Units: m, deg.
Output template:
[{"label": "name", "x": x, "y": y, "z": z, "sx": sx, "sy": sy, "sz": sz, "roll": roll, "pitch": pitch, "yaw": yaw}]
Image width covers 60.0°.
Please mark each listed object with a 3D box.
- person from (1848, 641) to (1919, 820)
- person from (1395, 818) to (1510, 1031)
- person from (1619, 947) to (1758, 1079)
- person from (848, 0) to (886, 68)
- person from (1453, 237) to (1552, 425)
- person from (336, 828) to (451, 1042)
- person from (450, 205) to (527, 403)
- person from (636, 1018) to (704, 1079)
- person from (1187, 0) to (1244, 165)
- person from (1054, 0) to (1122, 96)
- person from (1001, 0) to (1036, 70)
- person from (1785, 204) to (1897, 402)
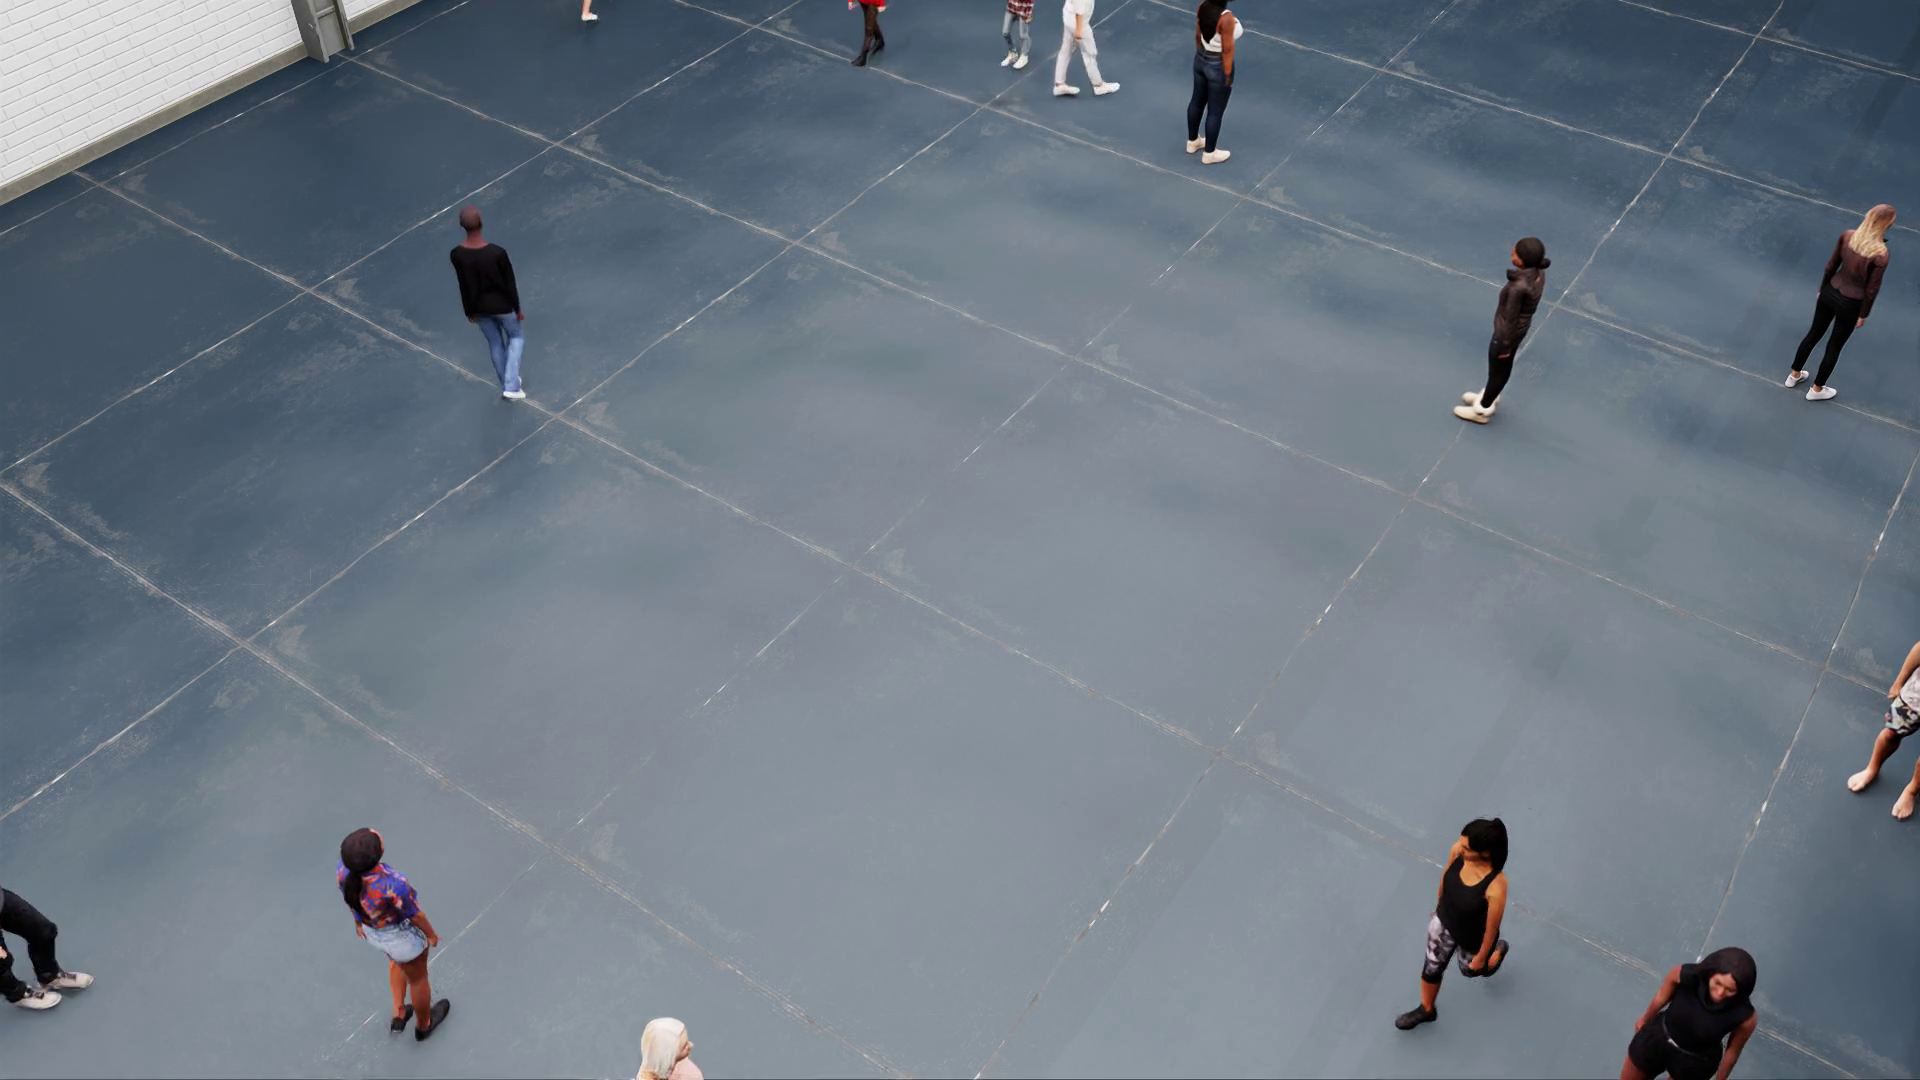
[{"label": "person", "x": 5.842, "y": 0.917, "z": 9.883, "sx": 0.704, "sy": 1.811, "sz": 0.619, "roll": 34, "pitch": 53, "yaw": 30}, {"label": "person", "x": 2.755, "y": 2.013, "z": 8.851, "sx": 1.073, "sy": 1.648, "sz": 0.846, "roll": -24, "pitch": 48, "yaw": -23}, {"label": "person", "x": 3.620, "y": 2.489, "z": 8.296, "sx": 0.649, "sy": 1.725, "sz": 0.750, "roll": 29, "pitch": 51, "yaw": 27}, {"label": "person", "x": -0.897, "y": -5.541, "z": 17.072, "sx": 0.492, "sy": 1.246, "sz": 0.877, "roll": 27, "pitch": 50, "yaw": 26}, {"label": "person", "x": 4.168, "y": -1.577, "z": 12.609, "sx": 0.604, "sy": 1.663, "sz": 0.538, "roll": 4, "pitch": 44, "yaw": 4}, {"label": "person", "x": -3.007, "y": 2.123, "z": 8.677, "sx": 0.661, "sy": 1.729, "sz": 0.689, "roll": 13, "pitch": 45, "yaw": 13}, {"label": "person", "x": -3.580, "y": -1.731, "z": 12.713, "sx": 0.797, "sy": 1.741, "sz": 0.869, "roll": 0, "pitch": 44, "yaw": 0}, {"label": "person", "x": -1.439, "y": 2.802, "z": 7.977, "sx": 0.854, "sy": 1.711, "sz": 0.825, "roll": 5, "pitch": 44, "yaw": 5}, {"label": "person", "x": 2.343, "y": -4.389, "z": 15.455, "sx": 0.746, "sy": 1.808, "sz": 0.732, "roll": -21, "pitch": 47, "yaw": -21}, {"label": "person", "x": 1.082, "y": -5.123, "z": 16.326, "sx": 1.001, "sy": 1.670, "sz": 0.951, "roll": -6, "pitch": 44, "yaw": -6}, {"label": "person", "x": 0.652, "y": -5.450, "z": 16.939, "sx": 0.546, "sy": 1.296, "sz": 0.529, "roll": 29, "pitch": 51, "yaw": 27}, {"label": "person", "x": 6.816, "y": -1.844, "z": 12.860, "sx": 0.677, "sy": 1.703, "sz": 0.676, "roll": -18, "pitch": 47, "yaw": -18}]
